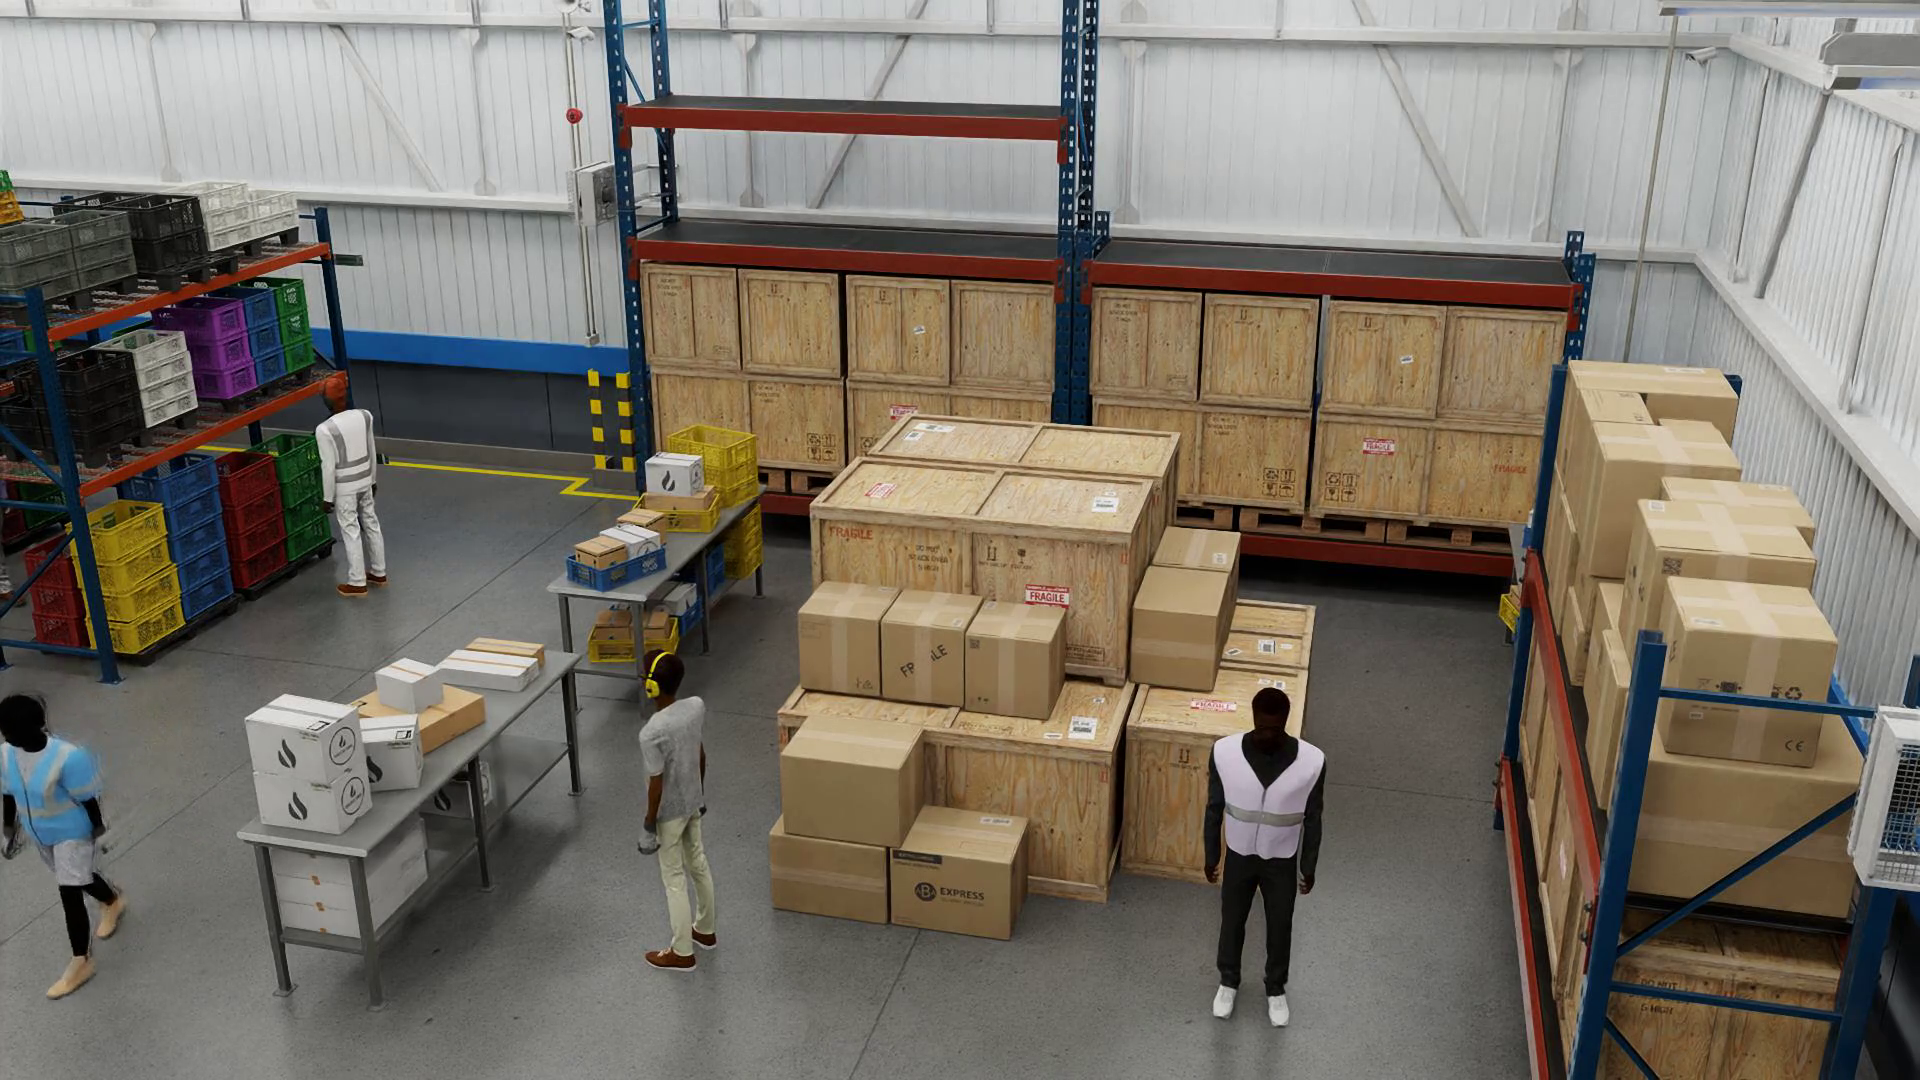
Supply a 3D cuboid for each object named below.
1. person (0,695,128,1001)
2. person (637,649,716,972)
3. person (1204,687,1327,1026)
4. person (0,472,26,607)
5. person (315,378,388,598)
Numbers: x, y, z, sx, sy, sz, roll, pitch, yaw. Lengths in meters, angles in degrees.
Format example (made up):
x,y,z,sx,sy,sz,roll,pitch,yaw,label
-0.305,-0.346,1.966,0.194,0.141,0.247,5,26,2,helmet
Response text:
x,y,z,sx,sy,sz,roll,pitch,yaw,label
-4.862,1.555,9.018,0.534,1.657,0.779,7,22,18,person
-1.553,1.454,8.979,0.329,1.873,0.515,10,23,25,person
1.547,1.601,8.546,0.592,1.911,0.390,4,21,11,person
-8.068,-0.312,13.520,0.374,1.934,0.636,13,24,31,person
-5.110,-0.446,13.929,0.356,1.887,0.573,10,23,24,person
